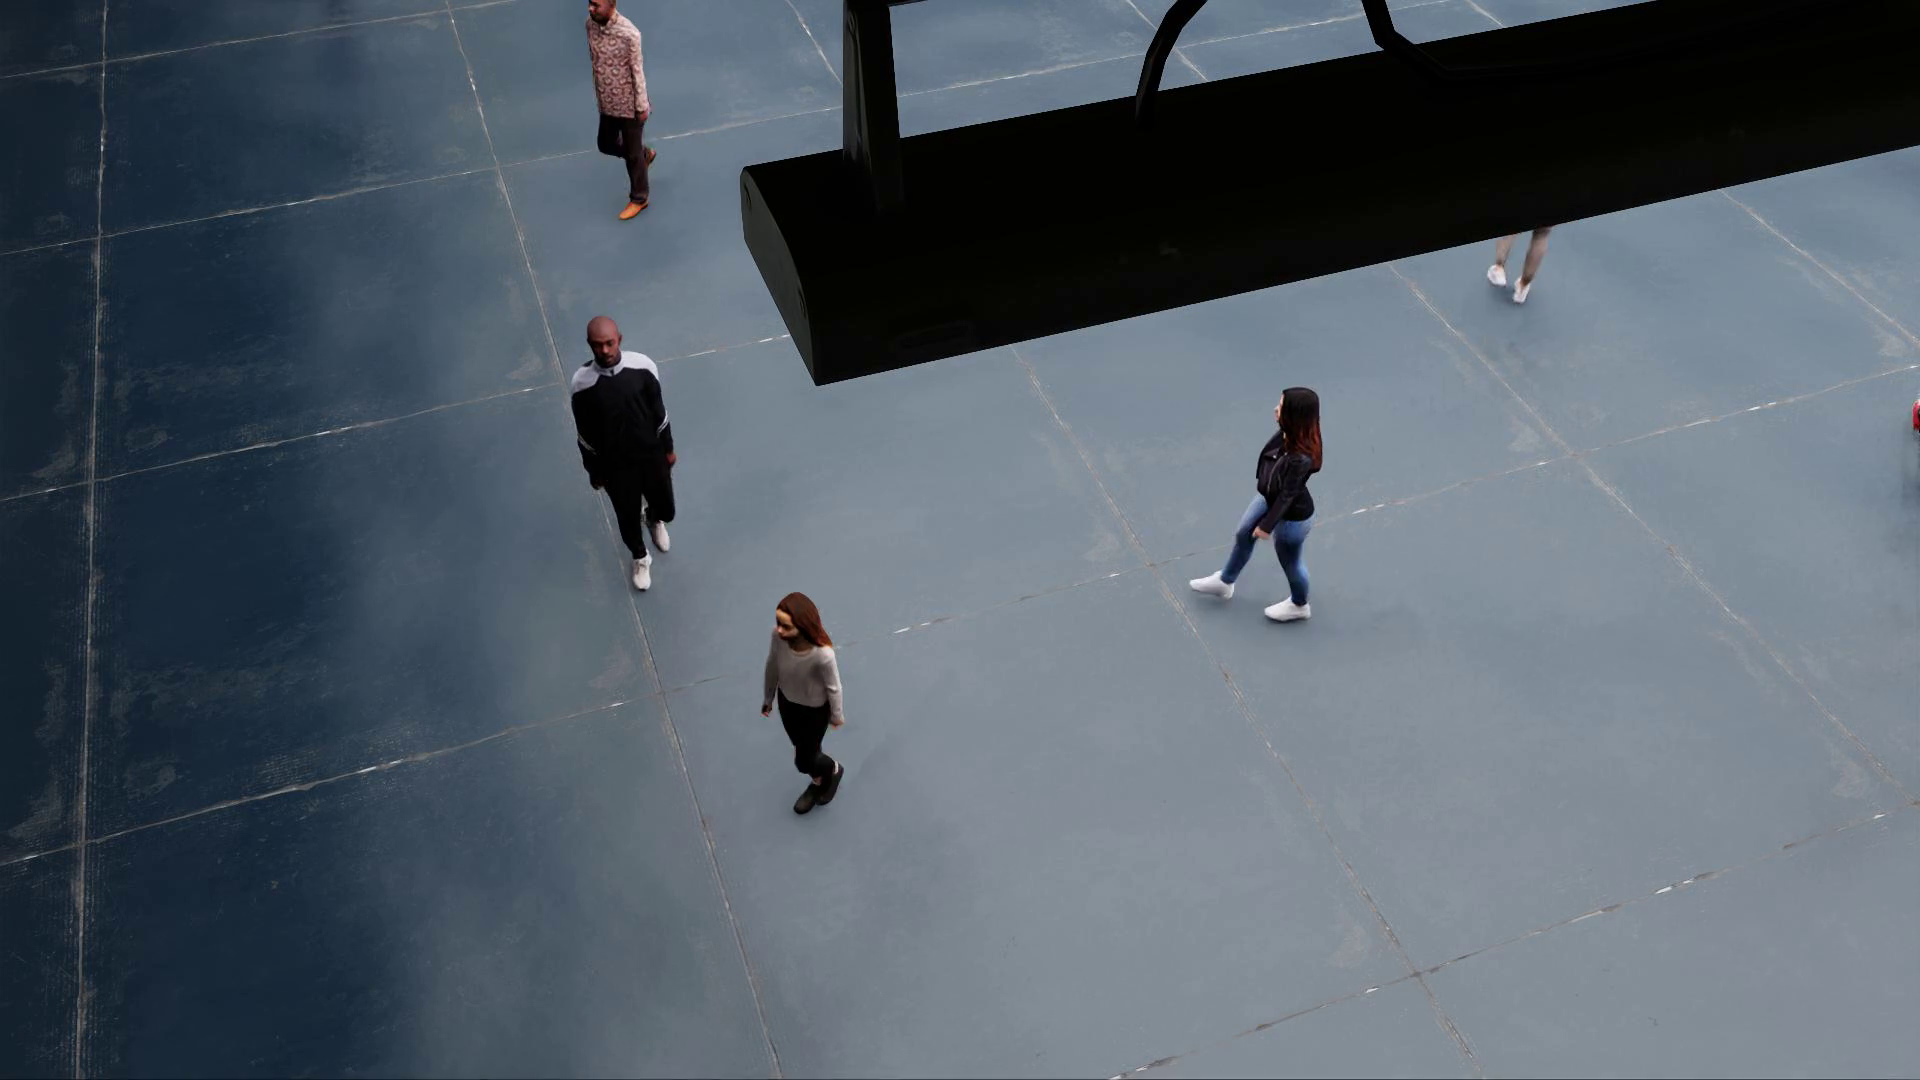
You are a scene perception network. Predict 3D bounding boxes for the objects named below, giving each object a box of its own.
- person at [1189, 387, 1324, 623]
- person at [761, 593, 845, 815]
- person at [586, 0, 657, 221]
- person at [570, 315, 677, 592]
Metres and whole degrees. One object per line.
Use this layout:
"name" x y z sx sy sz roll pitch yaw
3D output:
"person" 1.864 -0.158 9.139 0.903 1.612 0.964 0 43 0
"person" -0.729 0.773 8.243 0.624 1.476 0.705 28 50 27
"person" -2.465 -3.306 12.378 0.948 1.792 0.990 25 48 24
"person" -1.883 -0.553 9.414 0.683 1.815 0.711 -12 44 -13
